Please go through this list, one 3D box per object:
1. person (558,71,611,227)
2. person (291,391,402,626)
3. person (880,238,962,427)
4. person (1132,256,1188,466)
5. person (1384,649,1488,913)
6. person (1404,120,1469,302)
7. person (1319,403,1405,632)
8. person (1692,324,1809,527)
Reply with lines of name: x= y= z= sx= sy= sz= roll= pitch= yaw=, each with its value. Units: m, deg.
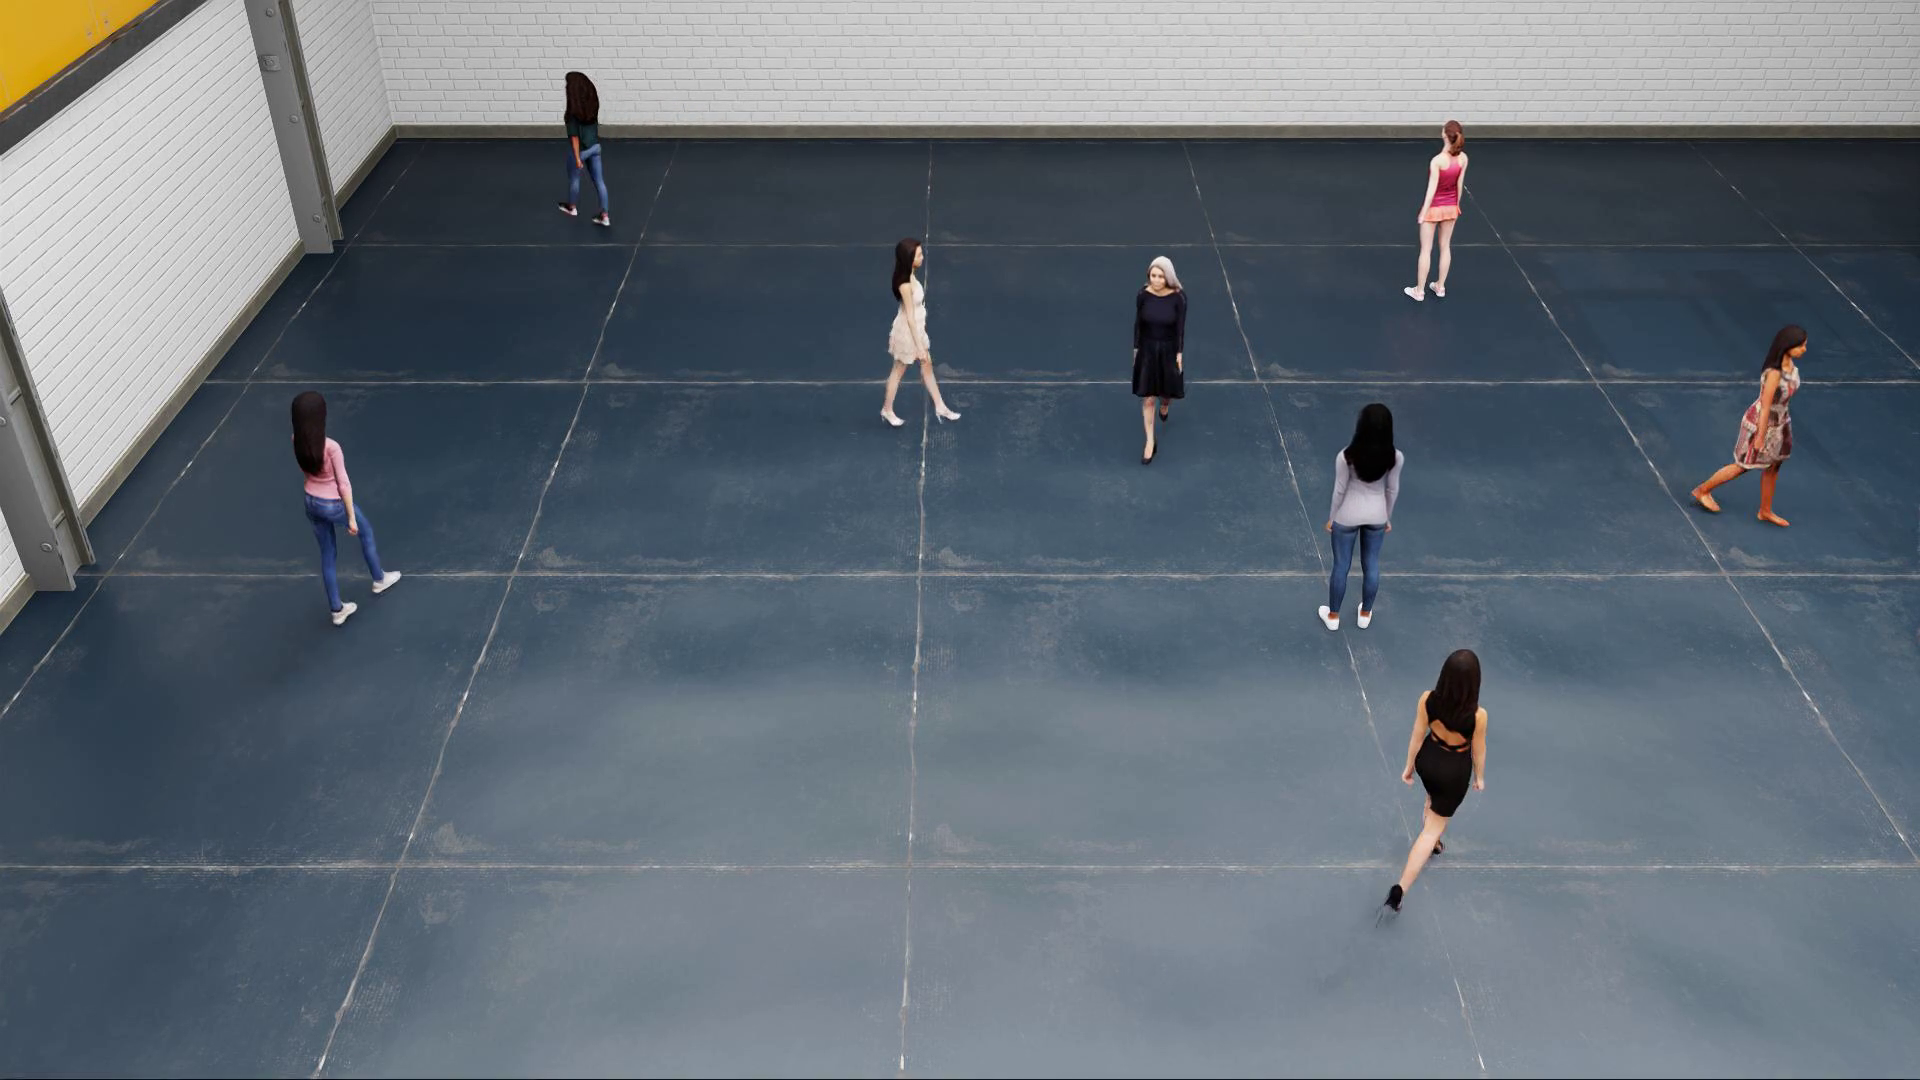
person: x=-3.840 y=-4.035 z=17.288 sx=0.996 sy=1.592 sz=0.979 roll=24 pitch=40 yaw=31
person: x=-4.368 y=-0.189 z=11.383 sx=0.781 sy=1.724 sz=0.970 roll=10 pitch=35 yaw=15
person: x=-0.517 y=-1.659 z=13.608 sx=0.719 sy=1.709 sz=0.862 roll=3 pitch=34 yaw=4
person: x=1.603 y=-1.471 z=13.305 sx=0.782 sy=1.730 sz=0.966 roll=10 pitch=35 yaw=14
person: x=2.621 y=1.354 z=9.157 sx=0.976 sy=1.618 sz=1.075 roll=26 pitch=41 yaw=33
person: x=4.554 y=-3.132 z=15.783 sx=0.639 sy=1.754 sz=0.656 roll=-11 pitch=35 yaw=-16
person: x=2.725 y=-0.145 z=11.300 sx=0.602 sy=1.742 sz=0.523 roll=-1 pitch=34 yaw=-1
person: x=5.973 y=-0.877 z=12.506 sx=1.020 sy=1.625 sz=1.009 roll=23 pitch=40 yaw=31
